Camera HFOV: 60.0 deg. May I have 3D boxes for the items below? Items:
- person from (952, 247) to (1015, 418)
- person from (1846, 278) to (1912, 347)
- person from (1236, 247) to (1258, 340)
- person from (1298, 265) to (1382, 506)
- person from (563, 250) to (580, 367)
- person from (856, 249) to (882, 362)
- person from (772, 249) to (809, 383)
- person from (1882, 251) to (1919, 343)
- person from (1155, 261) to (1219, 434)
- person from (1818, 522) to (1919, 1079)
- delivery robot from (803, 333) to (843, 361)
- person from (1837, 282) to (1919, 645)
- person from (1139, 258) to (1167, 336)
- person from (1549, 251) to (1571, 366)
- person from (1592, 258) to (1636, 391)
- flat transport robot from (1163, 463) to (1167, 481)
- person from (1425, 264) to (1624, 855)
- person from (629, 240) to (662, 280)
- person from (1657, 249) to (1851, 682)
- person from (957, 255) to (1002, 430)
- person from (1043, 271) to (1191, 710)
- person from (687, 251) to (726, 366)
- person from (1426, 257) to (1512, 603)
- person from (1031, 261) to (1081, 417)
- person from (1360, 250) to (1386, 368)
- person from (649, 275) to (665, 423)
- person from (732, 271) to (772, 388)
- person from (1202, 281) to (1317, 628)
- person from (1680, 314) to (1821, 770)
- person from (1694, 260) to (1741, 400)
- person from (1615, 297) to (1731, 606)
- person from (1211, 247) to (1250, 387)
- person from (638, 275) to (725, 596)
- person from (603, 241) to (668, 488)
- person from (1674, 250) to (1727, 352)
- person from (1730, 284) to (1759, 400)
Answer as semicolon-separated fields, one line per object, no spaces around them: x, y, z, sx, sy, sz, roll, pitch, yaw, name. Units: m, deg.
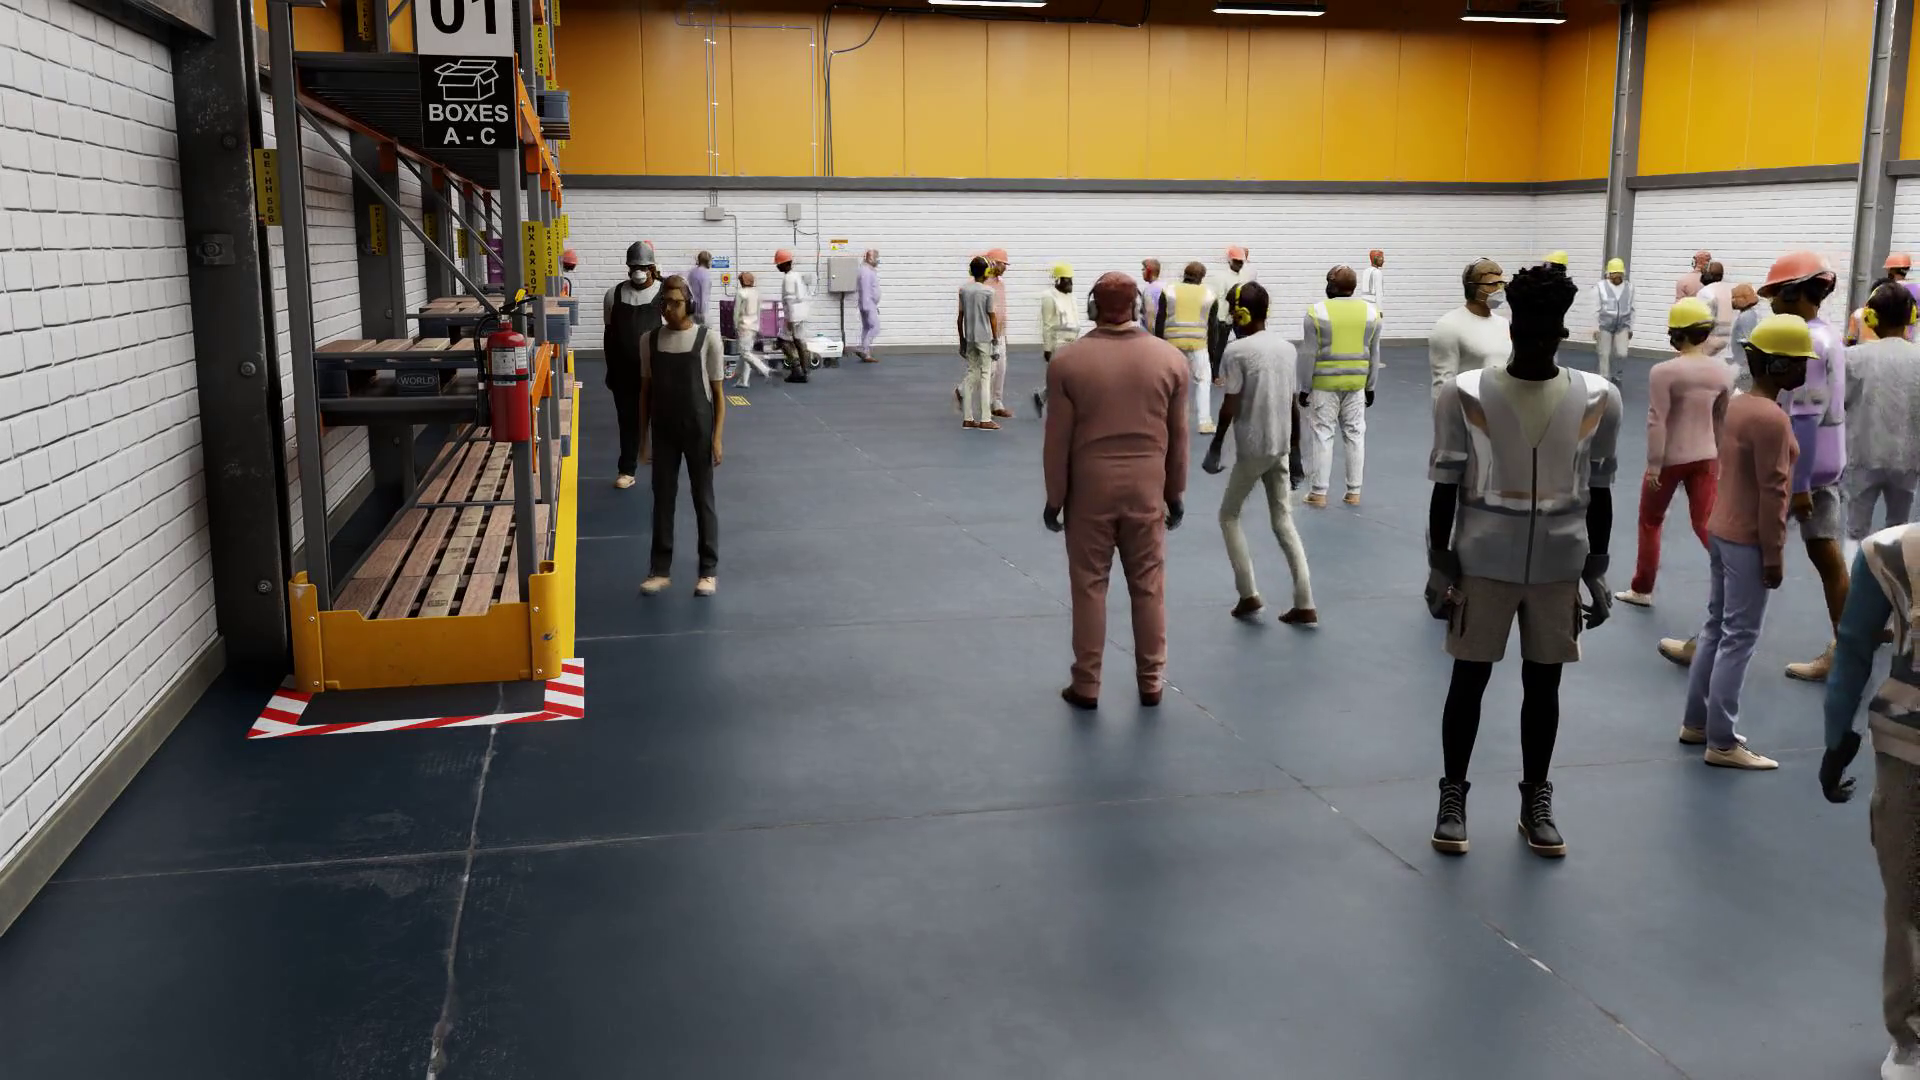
0.296;-2.363;19.039;0.625;1.962;0.624;6;12;30;person
8.910;-1.690;16.080;0.785;1.669;0.553;-8;13;-39;person
5.044;-4.286;29.827;0.399;1.910;0.643;10;14;44;person
2.896;-1.176;12.769;0.633;1.844;0.429;-2;10;-9;person
-6.327;-3.633;26.302;0.683;1.871;0.581;-3;11;-15;person
-1.492;-3.881;27.641;0.420;1.887;0.648;0;10;-2;person
-2.388;-3.162;23.597;0.497;1.902;0.644;1;10;7;person
10.156;-2.157;17.999;0.548;1.920;0.671;-4;11;-20;person
2.422;-2.010;17.483;0.757;1.816;0.484;1;10;6;person
2.320;0.530;3.905;0.551;1.623;0.412;7;13;35;person
-2.218;-3.052;26.477;0.707;0.478;0.477;-6;12;-32;delivery robot
4.557;-0.343;8.190;0.533;1.842;0.709;5;11;26;person
2.145;-2.318;19.162;0.728;1.820;0.576;7;12;34;person
7.875;-2.881;22.093;0.890;1.880;0.593;-1;10;-8;person
8.650;-2.824;22.020;0.599;1.806;0.430;1;10;3;person
1.309;-0.663;14.281;0.652;0.197;1.431;-2;10;-11;flat transport robot
1.846;0.081;5.480;0.610;1.958;0.397;1;10;8;person
-5.185;-3.956;27.666;0.613;2.030;0.404;-8;13;-39;person
3.780;-0.339;7.723;0.994;1.981;0.622;8;13;36;person
0.212;-2.116;17.907;0.535;1.869;0.314;8;13;38;person
0.672;-0.212;7.260;0.651;1.904;0.403;-1;10;-8;person
-4.133;-3.573;25.990;1.019;1.886;0.650;-10;14;-42;person
2.843;-0.586;9.236;0.627;1.940;0.372;-8;13;-37;person
1.077;-2.186;18.455;0.710;1.811;0.600;8;13;36;person
6.602;-3.695;26.616;0.361;1.884;0.574;-2;10;-12;person
-3.203;-1.976;17.642;0.539;1.677;0.665;-2;10;-10;person
-2.861;-2.881;22.830;0.614;1.615;0.530;5;11;26;person
1.608;-0.435;8.752;0.538;1.819;0.562;-6;12;-31;person
3.090;0.006;6.473;0.358;1.756;0.521;2;10;9;person
8.397;-2.195;18.491;0.625;1.816;0.765;-5;12;-27;person
3.943;-0.436;8.969;0.527;1.737;0.837;-3;11;-15;person
3.775;-3.038;22.816;0.654;1.932;1.039;-6;12;-31;person
-1.608;-0.584;9.527;0.526;1.838;0.386;2;10;9;person
-2.606;-1.427;13.613;0.680;2.000;0.535;1;10;8;person
9.259;-2.675;20.901;0.643;1.910;0.400;0;10;1;person
7.799;-1.766;16.736;0.868;1.583;0.534;7;13;36;person
